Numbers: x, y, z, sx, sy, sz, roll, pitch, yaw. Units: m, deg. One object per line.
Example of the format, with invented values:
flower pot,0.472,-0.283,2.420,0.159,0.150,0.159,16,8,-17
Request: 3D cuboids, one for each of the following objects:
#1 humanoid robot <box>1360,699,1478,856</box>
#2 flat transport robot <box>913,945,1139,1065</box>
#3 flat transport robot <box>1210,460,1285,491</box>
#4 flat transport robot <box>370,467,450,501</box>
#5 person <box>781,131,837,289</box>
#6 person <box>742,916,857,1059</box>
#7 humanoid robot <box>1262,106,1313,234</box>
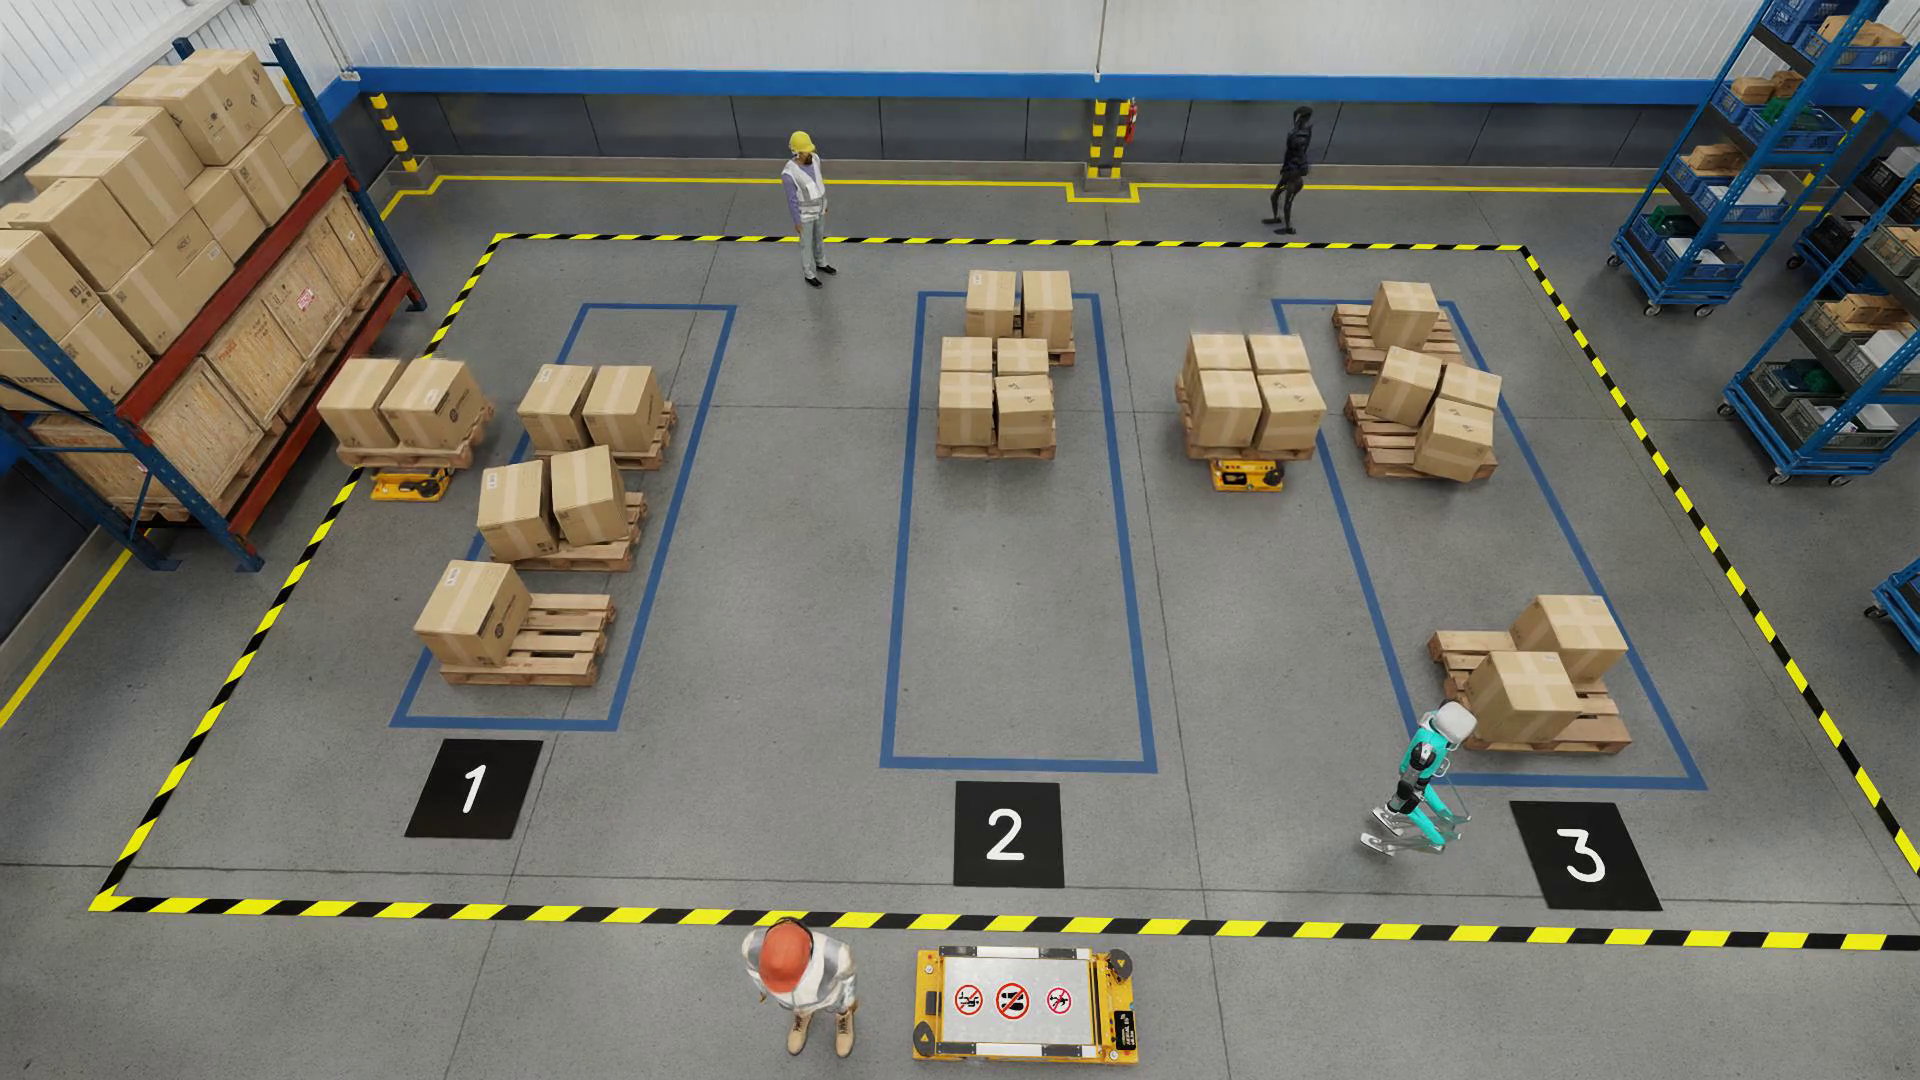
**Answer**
humanoid robot,3.166,1.697,6.068,0.735,1.677,0.533,34,58,25
flat transport robot,0.422,3.041,6.007,1.431,0.231,0.659,1,51,1
flat transport robot,2.840,-1.090,9.356,0.652,0.197,1.431,1,51,1
flat transport robot,-5.365,-0.986,9.271,0.652,0.197,1.431,1,51,1
person,-1.729,-3.809,10.579,0.404,1.837,0.589,24,55,18
person,-0.876,2.581,5.244,0.604,2.035,0.380,4,51,3
humanoid robot,4.104,-4.520,11.268,0.439,1.643,0.601,0,51,0
